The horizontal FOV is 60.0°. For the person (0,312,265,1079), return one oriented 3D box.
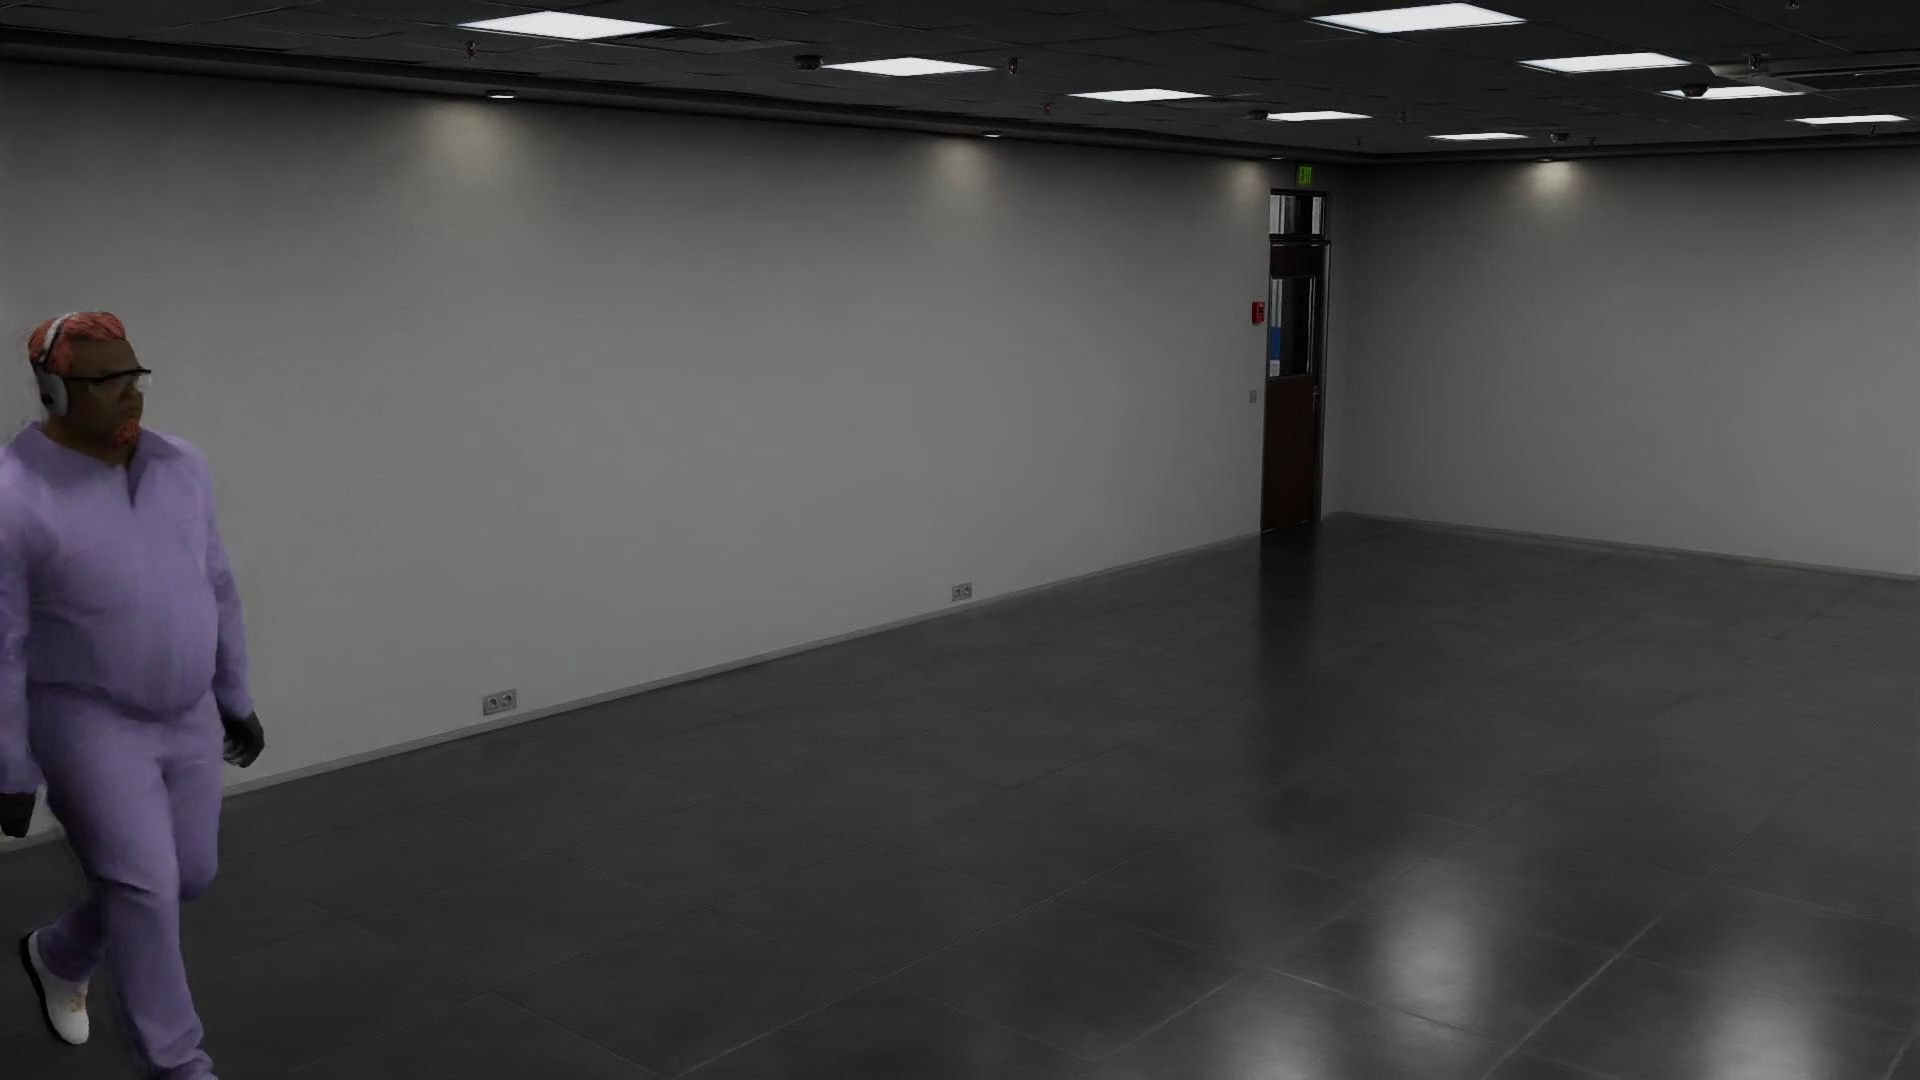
[{"bbox_3d":[-1.966,0.415,3.840,0.800,1.886,0.649,3,11,19],"label":"person"}]
